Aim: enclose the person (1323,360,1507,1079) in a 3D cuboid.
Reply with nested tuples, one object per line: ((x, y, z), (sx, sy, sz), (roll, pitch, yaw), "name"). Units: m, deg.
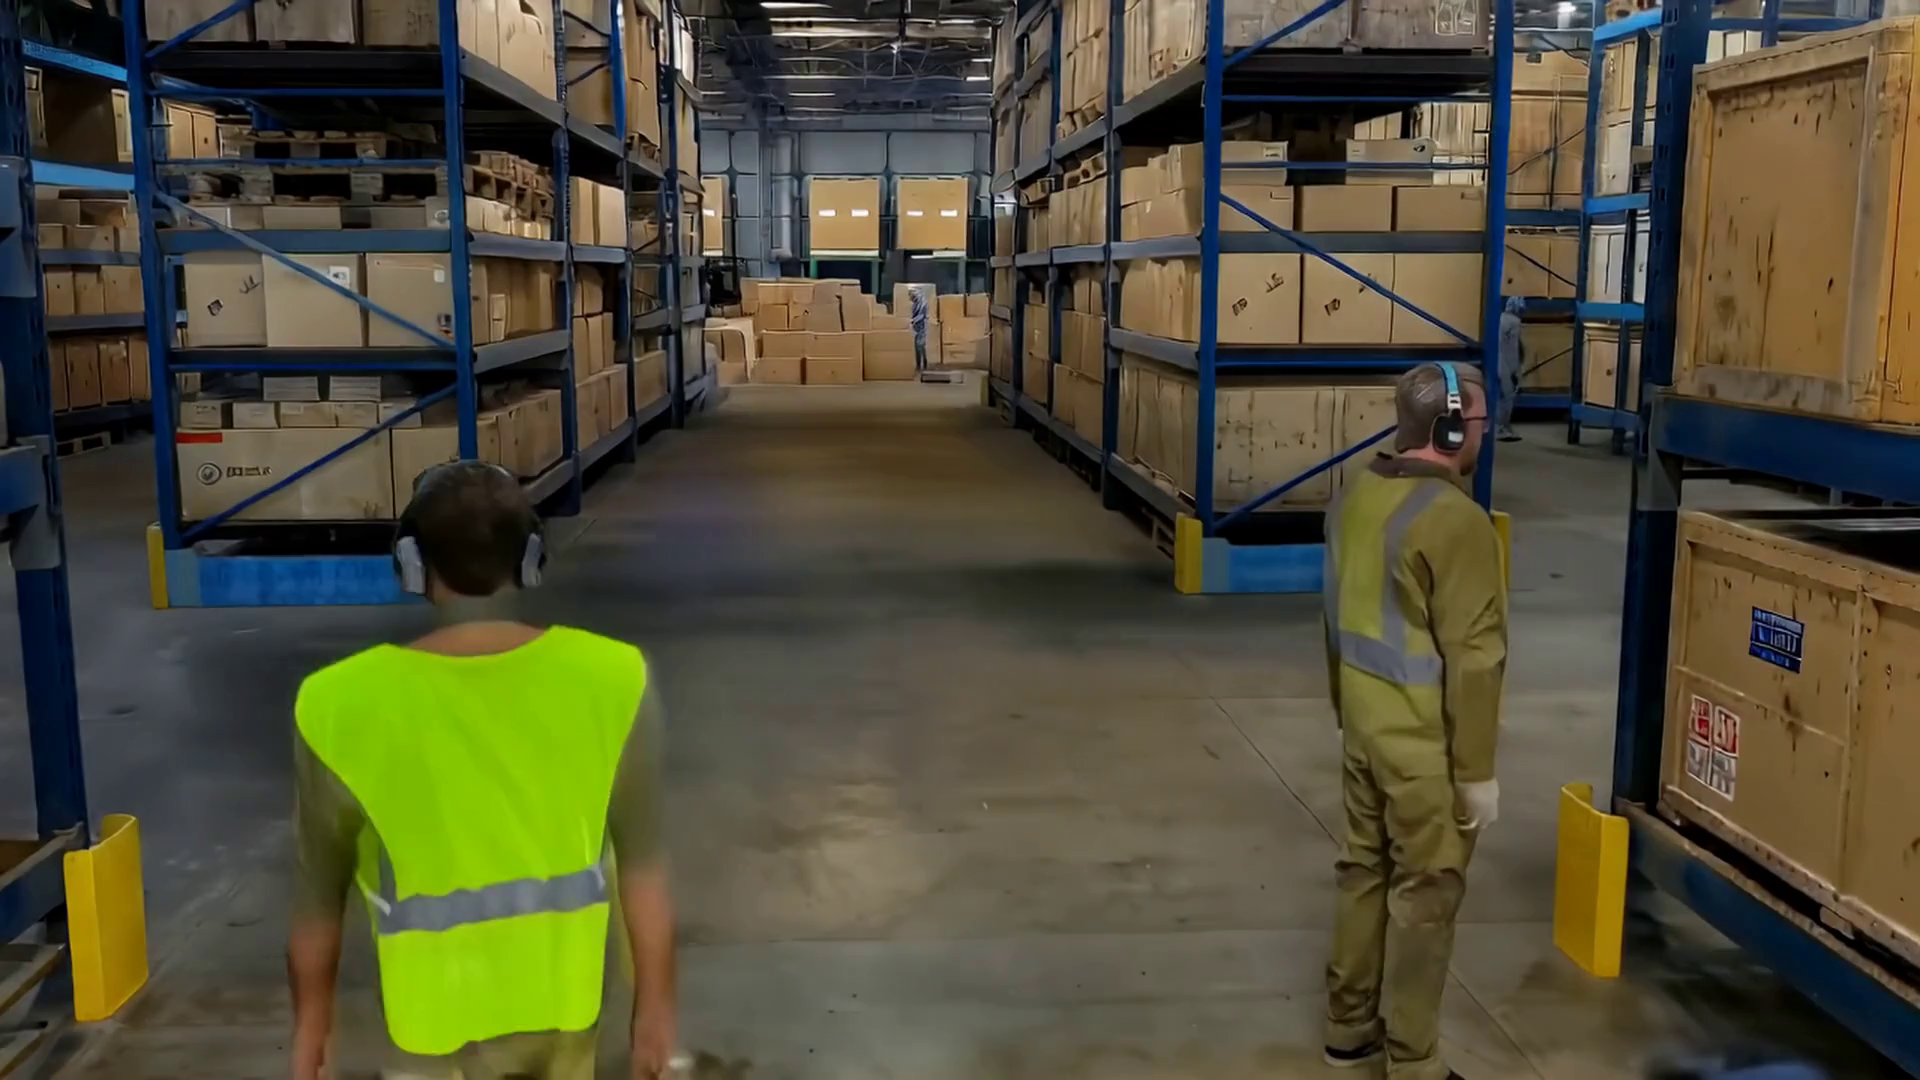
((1.189, 0.496, 4.267), (0.401, 1.906, 0.649), (-3, 9, -16), "person")

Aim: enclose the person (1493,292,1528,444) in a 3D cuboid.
((6.974, -2.177, 21.051), (0.402, 1.906, 0.652), (0, 9, 1), "person")

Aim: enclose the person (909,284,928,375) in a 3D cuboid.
((-0.905, -4.455, 35.266), (0.378, 1.932, 0.551), (-6, 11, -31), "person")

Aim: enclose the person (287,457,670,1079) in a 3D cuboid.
((-0.834, 0.765, 2.848), (0.592, 1.809, 0.831), (-5, 10, -27), "person")

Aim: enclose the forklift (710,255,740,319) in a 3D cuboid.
((-8.366, -8.713, 59.037), (1.129, 2.768, 1.873), (-1, 9, -4), "forklift")

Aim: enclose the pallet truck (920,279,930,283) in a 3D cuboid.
((-0.932, -8.922, 63.114), (1.885, 1.965, 0.823), (2, 9, 13), "pallet truck")

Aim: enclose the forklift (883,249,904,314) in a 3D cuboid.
((-1.786, -6.475, 44.989), (1.873, 2.768, 1.129), (2, 9, 11), "forklift")
